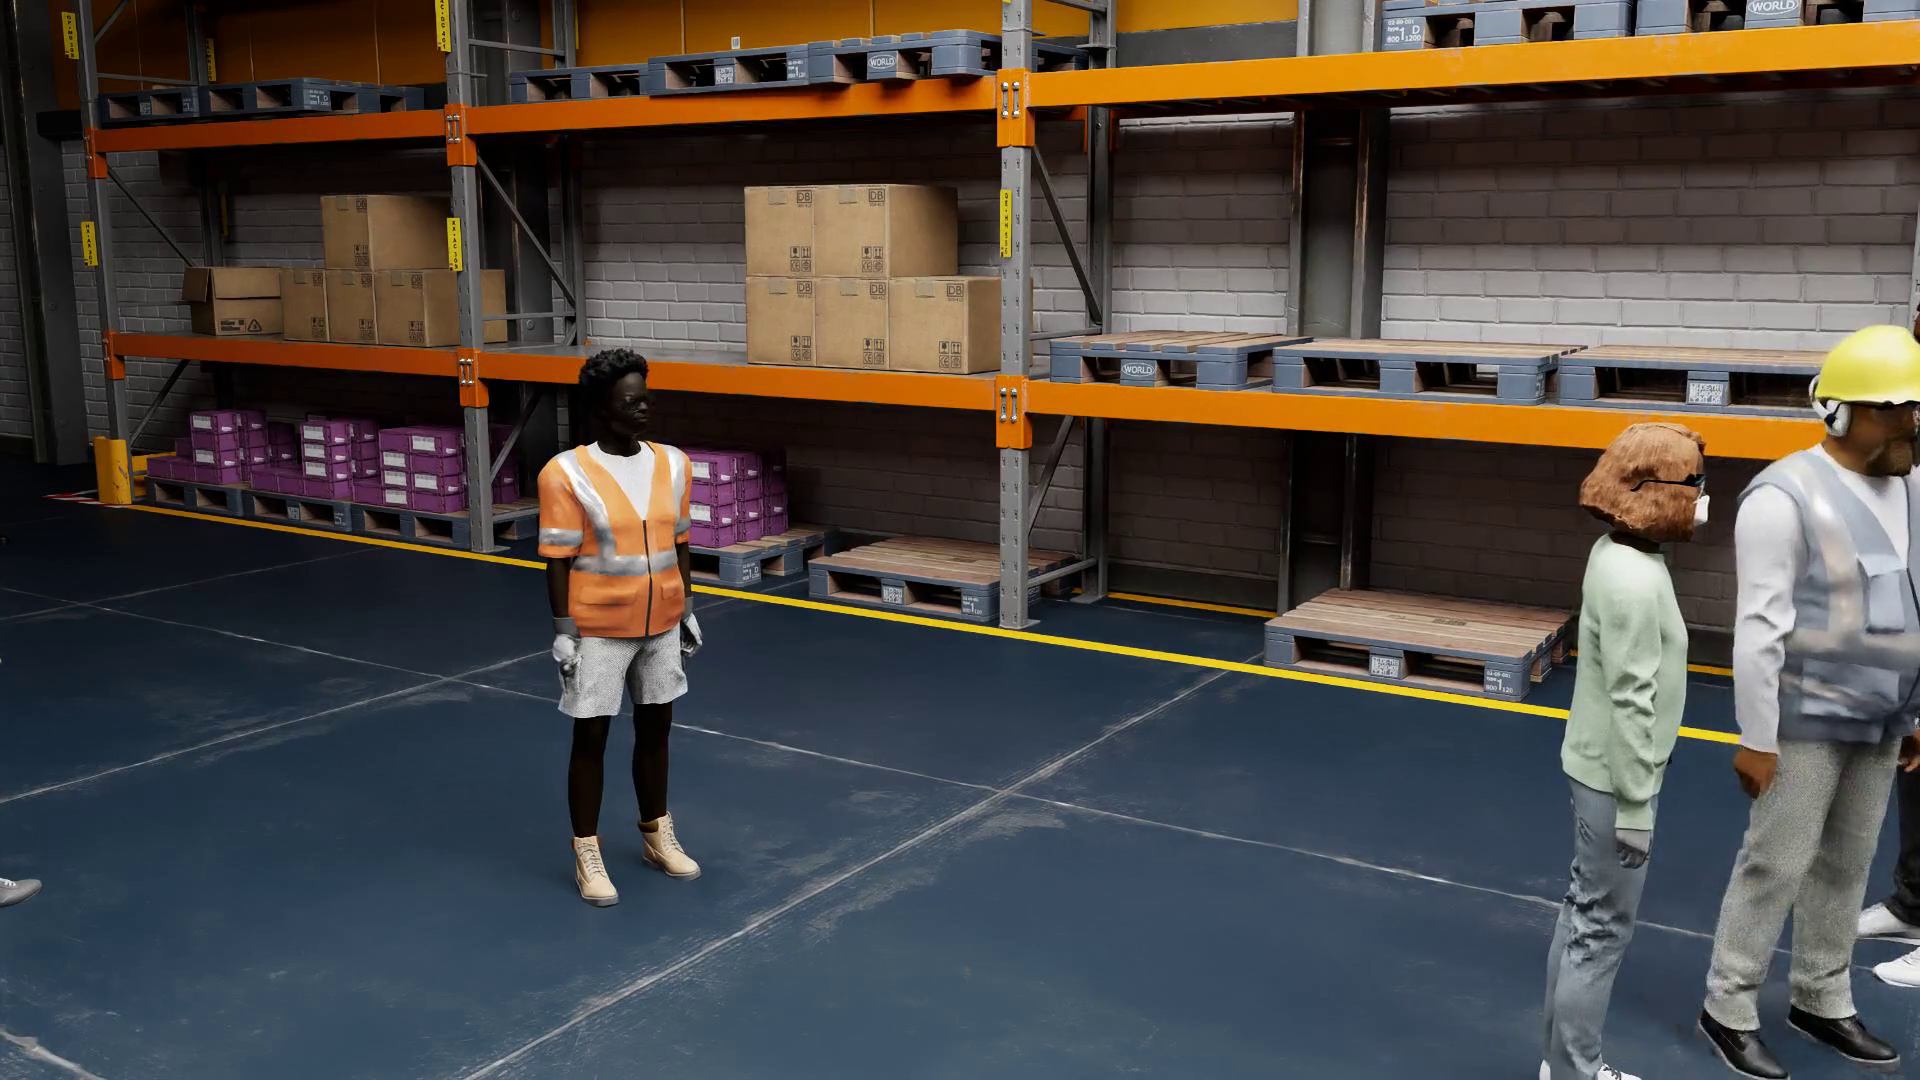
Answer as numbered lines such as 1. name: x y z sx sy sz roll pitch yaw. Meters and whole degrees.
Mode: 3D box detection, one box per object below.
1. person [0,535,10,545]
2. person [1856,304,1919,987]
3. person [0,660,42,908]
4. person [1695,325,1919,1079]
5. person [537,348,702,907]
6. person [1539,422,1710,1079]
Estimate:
1. person: -6.520 -0.888 10.843 0.367 1.934 0.553 3 11 18
2. person: 2.701 0.261 4.525 0.383 1.918 0.591 1 10 8
3. person: -3.122 0.224 4.932 0.575 1.841 0.374 3 11 19
4. person: 2.102 0.401 3.992 0.601 1.829 0.404 -5 11 -27
5. person: -1.035 0.260 5.136 0.539 1.700 0.317 -9 14 -42
6. person: 1.486 0.547 3.728 0.264 1.632 0.508 3 11 17
